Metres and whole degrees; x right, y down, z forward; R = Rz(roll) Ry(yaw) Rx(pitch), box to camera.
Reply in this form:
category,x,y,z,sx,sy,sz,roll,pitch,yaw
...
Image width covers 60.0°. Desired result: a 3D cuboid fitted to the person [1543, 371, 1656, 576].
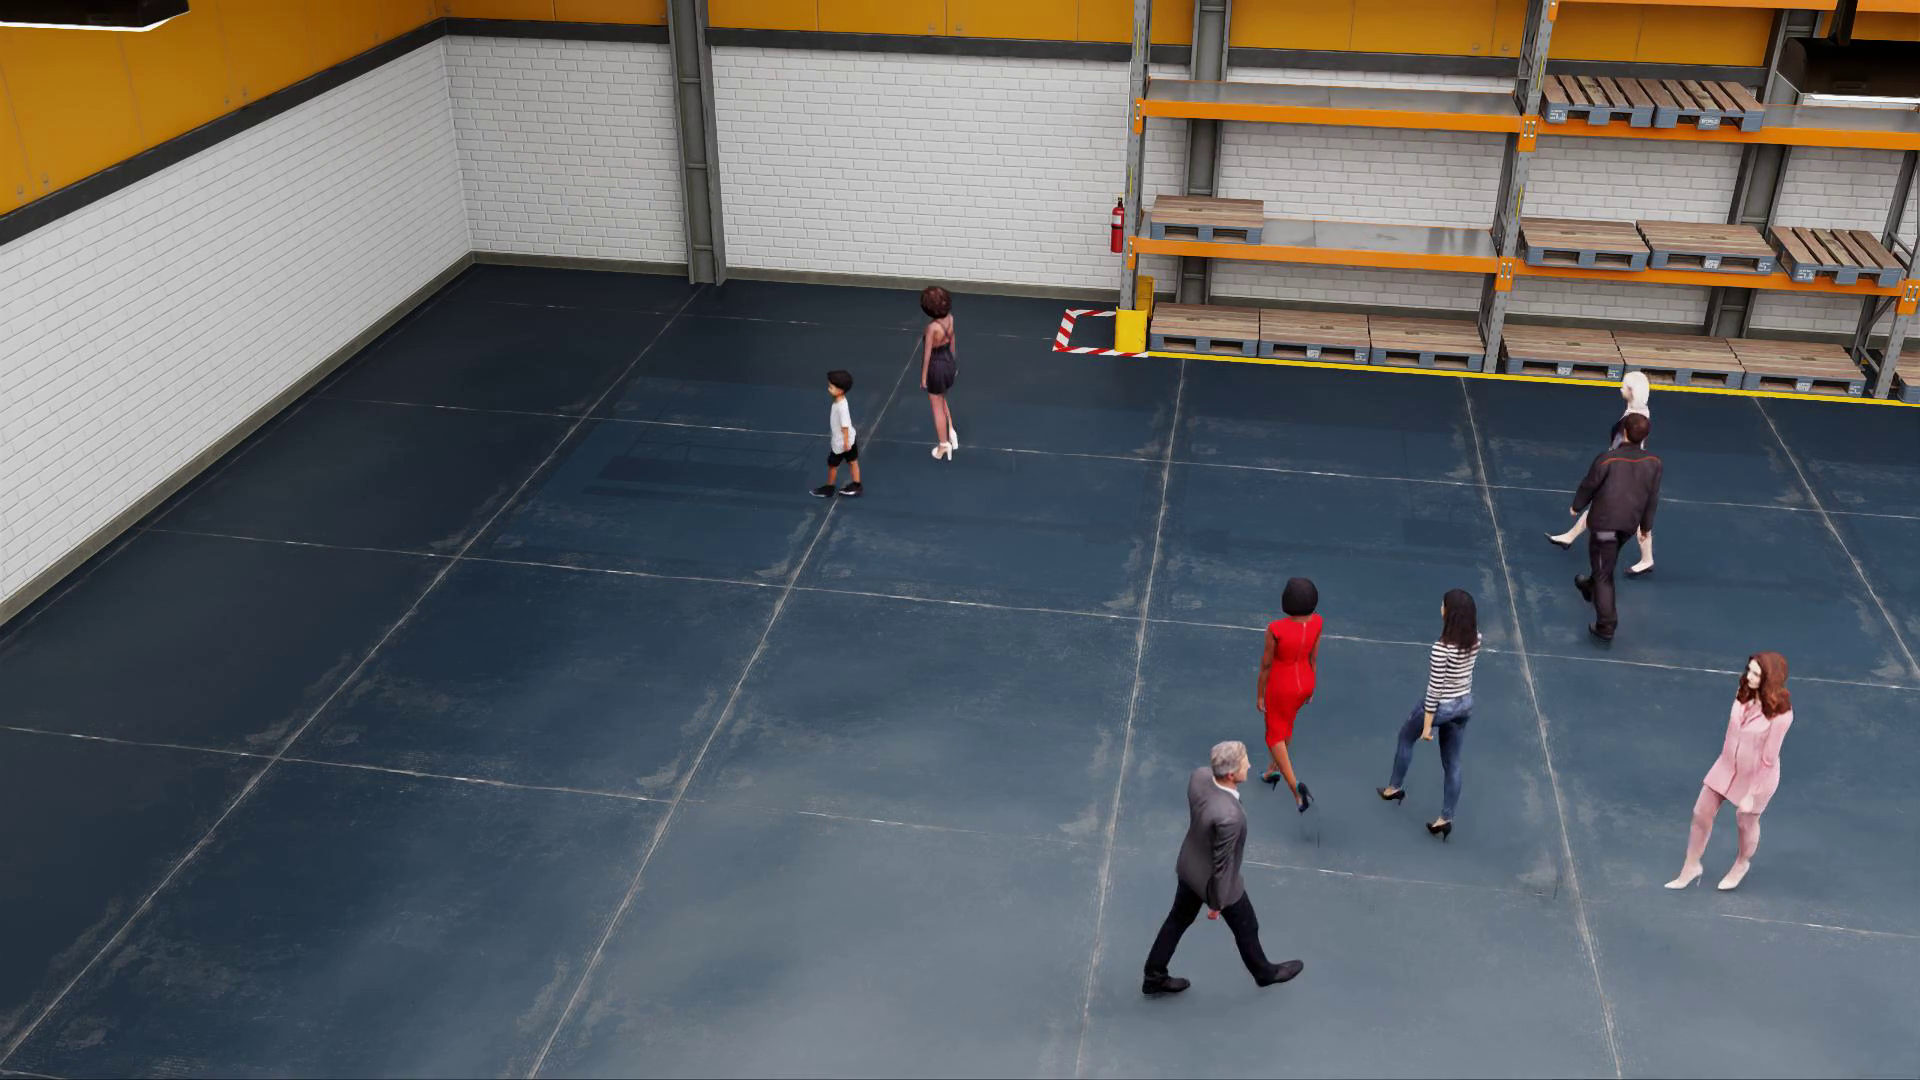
category,x,y,z,sx,sy,sz,roll,pitch,yaw
person,5.644,-0.502,13.881,1.248,1.777,0.883,13,31,22

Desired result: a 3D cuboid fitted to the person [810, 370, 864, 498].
category,x,y,z,sx,sy,sz,roll,pitch,yaw
person,-1.009,-0.969,15.297,0.759,1.240,0.587,-1,29,-3

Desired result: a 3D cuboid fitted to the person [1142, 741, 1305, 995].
category,x,y,z,sx,sy,sz,roll,pitch,yaw
person,1.357,1.912,9.440,1.297,1.792,1.073,-9,30,-15

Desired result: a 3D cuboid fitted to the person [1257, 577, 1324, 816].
category,x,y,z,sx,sy,sz,roll,pitch,yaw
person,2.220,1.059,11.073,0.989,1.725,0.920,-9,30,-16

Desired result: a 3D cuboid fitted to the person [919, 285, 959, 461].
category,x,y,z,sx,sy,sz,roll,pitch,yaw
person,-0.118,-1.554,15.809,0.729,1.777,0.694,18,33,29

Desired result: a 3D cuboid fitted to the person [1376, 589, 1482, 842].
category,x,y,z,sx,sy,sz,roll,pitch,yaw
person,3.218,1.187,10.802,0.927,1.761,0.961,-17,33,-28

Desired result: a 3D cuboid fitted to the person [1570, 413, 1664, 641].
category,x,y,z,sx,sy,sz,roll,pitch,yaw
person,5.164,-0.071,13.075,1.217,1.793,1.027,-3,29,-6

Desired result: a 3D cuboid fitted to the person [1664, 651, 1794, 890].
category,x,y,z,sx,sy,sz,roll,pitch,yaw
person,4.944,1.448,10.304,0.955,1.778,0.860,-12,31,-21
